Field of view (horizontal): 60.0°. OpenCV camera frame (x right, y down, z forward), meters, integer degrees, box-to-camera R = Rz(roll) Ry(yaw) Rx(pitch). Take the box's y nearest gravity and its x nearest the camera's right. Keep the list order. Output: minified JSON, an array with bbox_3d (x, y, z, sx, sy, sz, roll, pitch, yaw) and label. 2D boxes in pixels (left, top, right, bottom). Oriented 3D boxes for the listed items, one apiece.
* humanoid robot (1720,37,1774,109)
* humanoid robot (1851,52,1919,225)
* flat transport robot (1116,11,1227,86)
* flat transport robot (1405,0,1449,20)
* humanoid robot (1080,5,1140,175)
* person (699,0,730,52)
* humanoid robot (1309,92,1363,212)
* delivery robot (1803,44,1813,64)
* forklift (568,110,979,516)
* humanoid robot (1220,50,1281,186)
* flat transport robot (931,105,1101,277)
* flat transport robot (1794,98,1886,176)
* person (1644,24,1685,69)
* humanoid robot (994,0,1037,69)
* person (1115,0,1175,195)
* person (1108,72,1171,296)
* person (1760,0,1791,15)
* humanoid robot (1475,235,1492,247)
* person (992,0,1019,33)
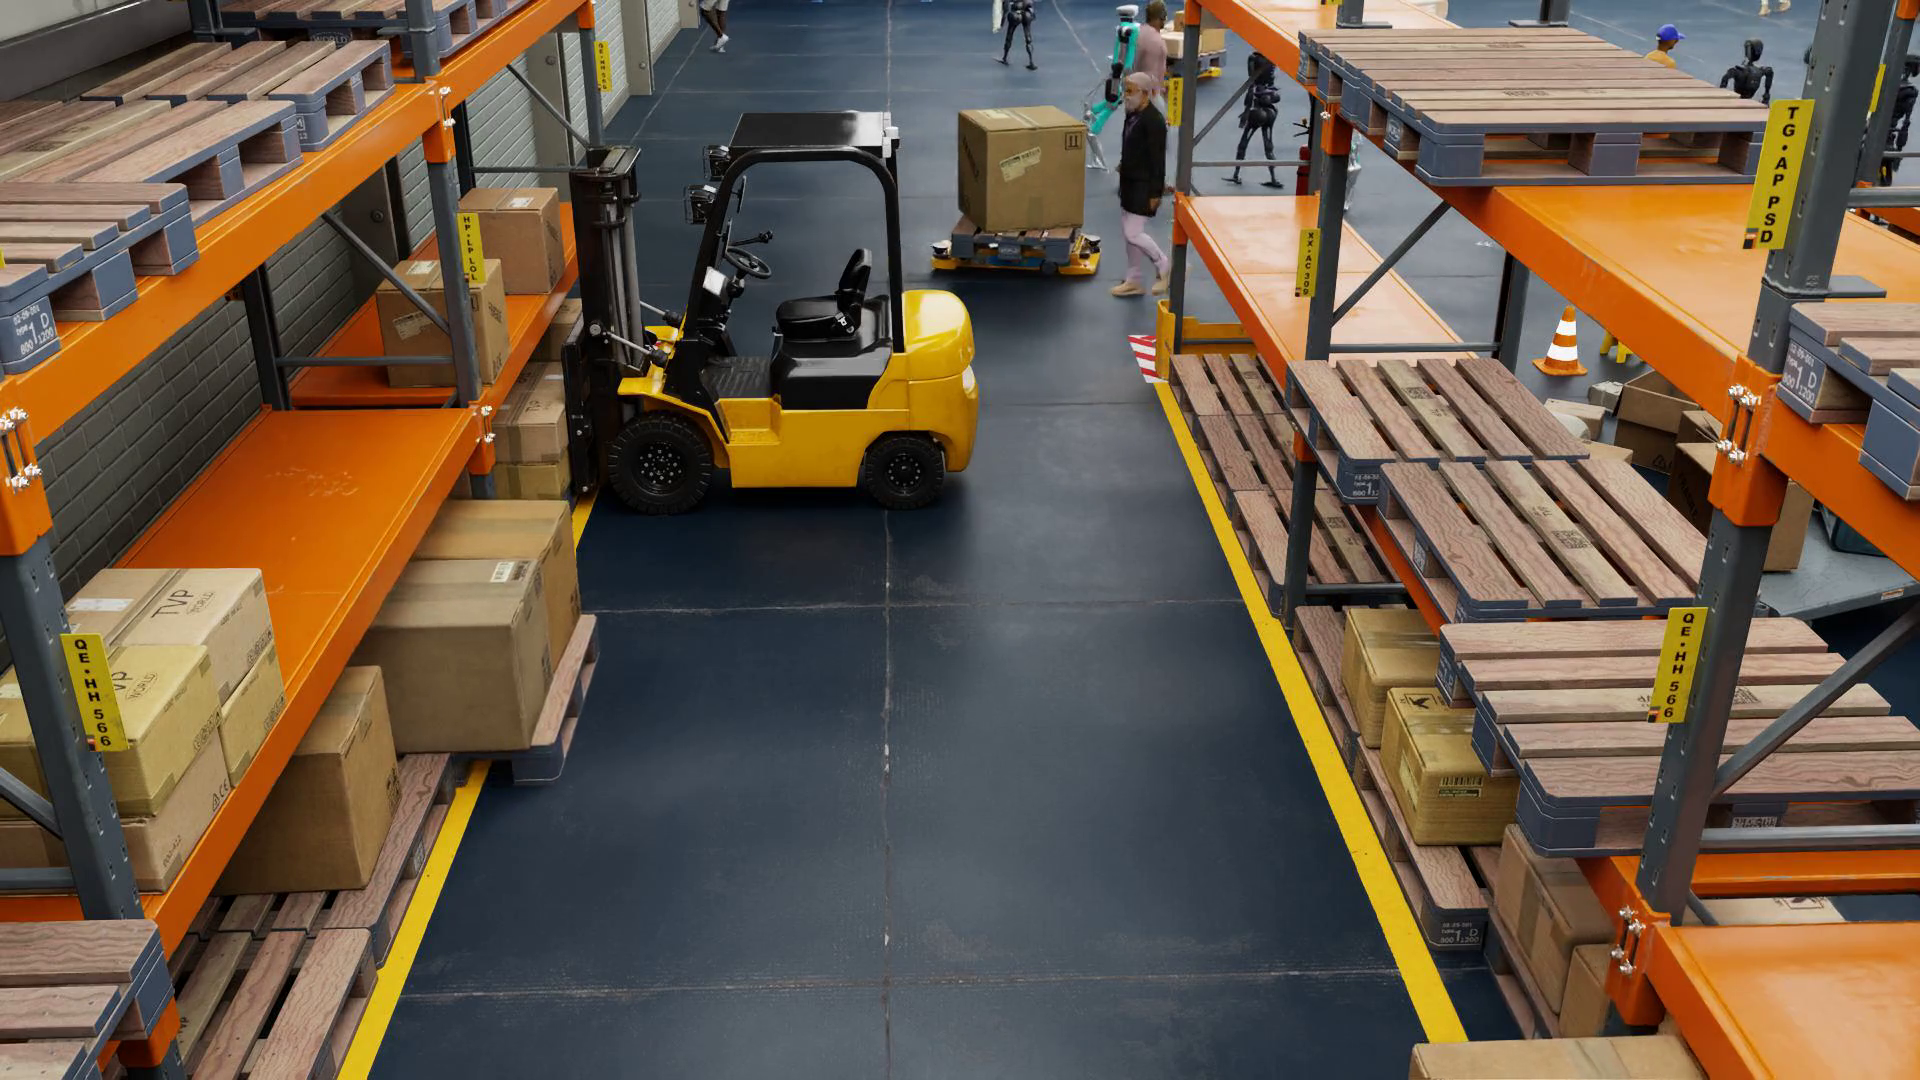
[{"bbox_3d":[7.692,-4.147,16.465,0.599,1.634,0.651,-4,26,-7],"label":"humanoid robot"},{"bbox_3d":[8.682,-3.776,15.697,0.654,1.640,0.640,0,25,0],"label":"humanoid robot"},{"bbox_3d":[2.927,-6.475,23.015,0.659,0.231,1.431,23,34,40],"label":"flat transport robot"},{"bbox_3d":[6.562,-7.596,25.389,1.431,0.231,0.659,-16,30,-30],"label":"flat transport robot"},{"bbox_3d":[1.512,-4.754,17.721,0.723,1.837,0.534,6,26,13],"label":"humanoid robot"},{"bbox_3d":[-3.625,-8.264,24.932,0.594,1.873,0.493,-22,33,-38],"label":"person"},{"bbox_3d":[3.698,-4.004,16.042,0.530,1.748,0.768,-13,28,-25],"label":"humanoid robot"},{"bbox_3d":[12.691,-7.151,24.125,0.807,0.606,0.499,-14,29,-28],"label":"delivery robot"},{"bbox_3d":[-1.043,-1.379,9.976,2.313,2.155,1.214,-1,25,-2],"label":"forklift"},{"bbox_3d":[3.068,-4.498,17.197,0.661,1.633,0.608,17,30,32],"label":"humanoid robot"},{"bbox_3d":[0.504,-2.537,14.676,1.431,0.231,0.659,4,26,9],"label":"flat transport robot"},{"bbox_3d":[9.161,-4.095,17.976,1.431,0.231,0.659,0,25,0],"label":"flat transport robot"},{"bbox_3d":[6.957,-4.283,16.675,0.371,1.717,0.452,-9,27,-19],"label":"person"},{"bbox_3d":[0.815,-7.589,23.763,0.613,1.616,0.755,-22,33,-38],"label":"humanoid robot"},{"bbox_3d":[1.918,-4.518,16.950,0.562,1.909,0.639,0,25,-1],"label":"person"},{"bbox_3d":[1.484,-2.875,13.546,0.459,1.837,0.555,-7,26,-15],"label":"person"},{"bbox_3d":[14.255,-10.100,28.848,0.550,1.843,0.981,21,33,38],"label":"person"},{"bbox_3d":[5.072,-3.449,14.903,0.886,1.775,0.542,15,29,29],"label":"humanoid robot"},{"bbox_3d":[0.737,-9.135,26.940,0.567,1.729,0.698,9,27,19],"label":"person"}]
